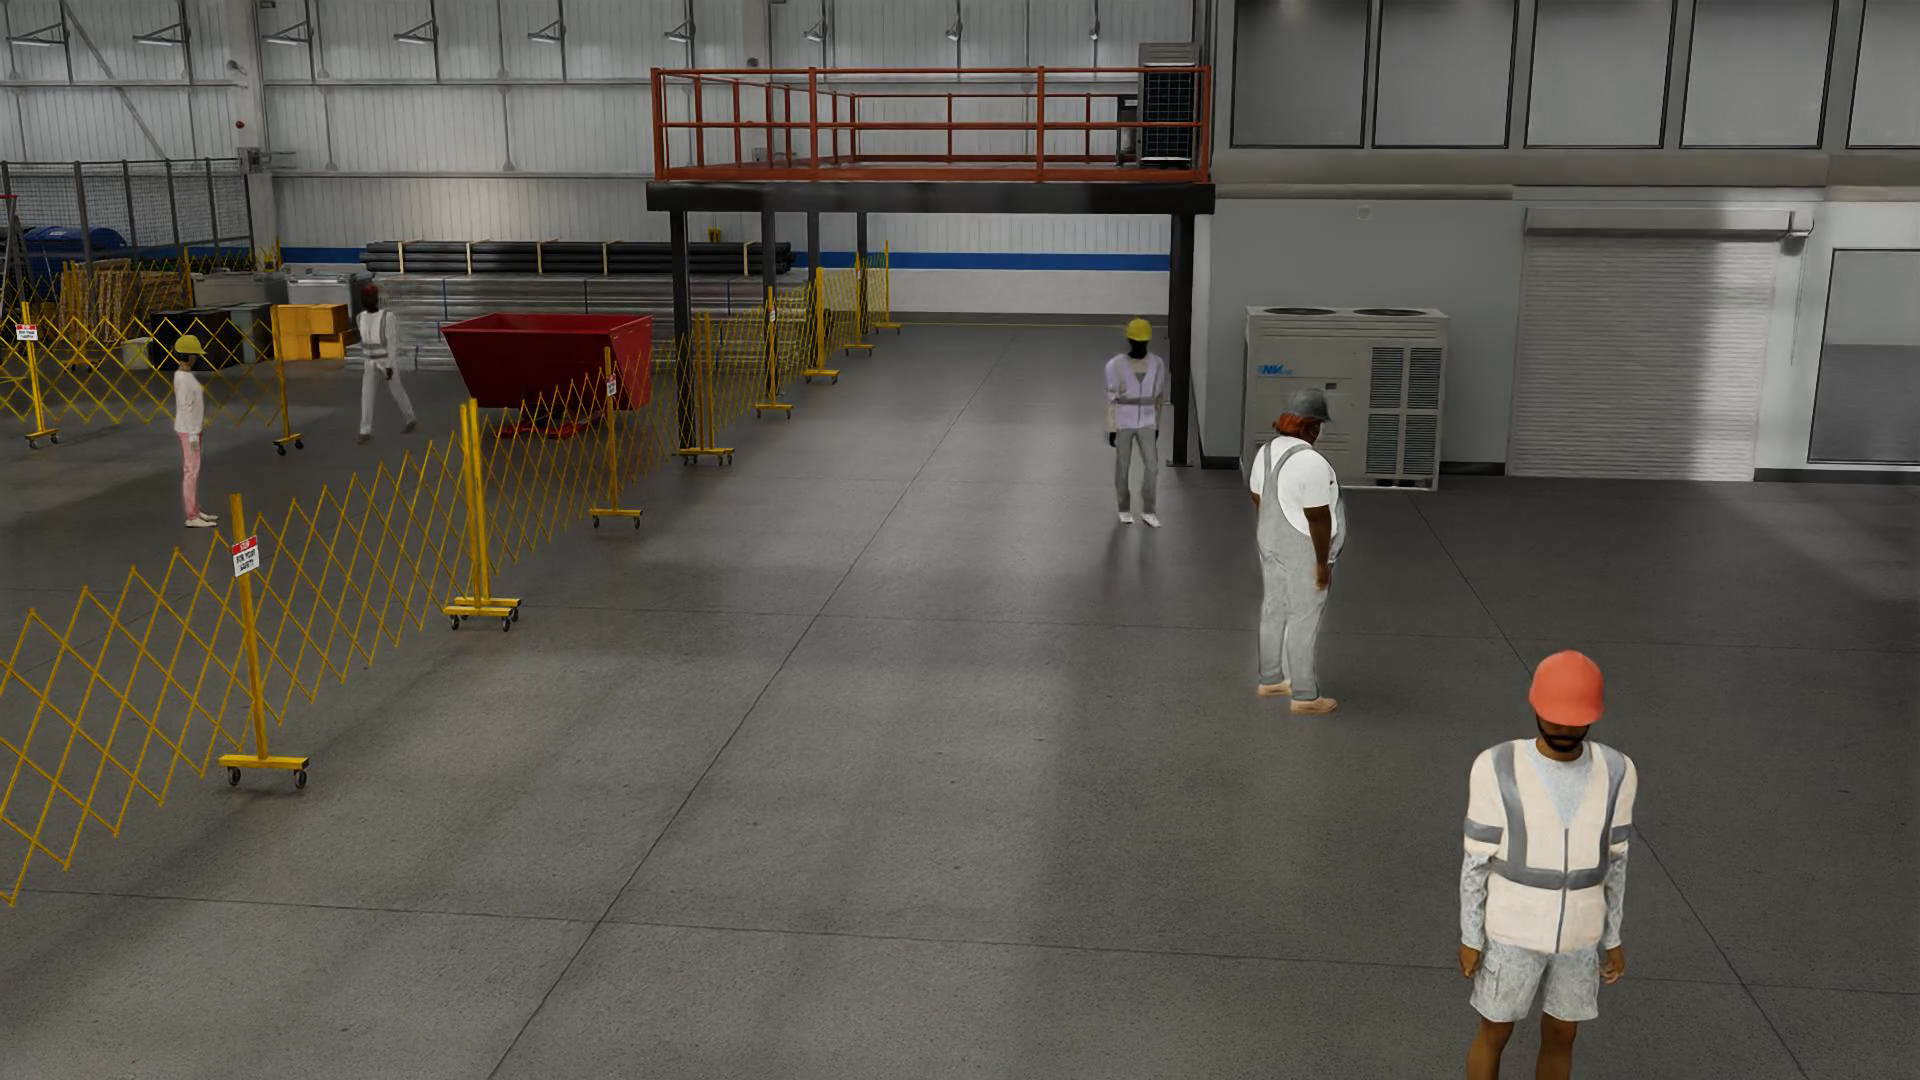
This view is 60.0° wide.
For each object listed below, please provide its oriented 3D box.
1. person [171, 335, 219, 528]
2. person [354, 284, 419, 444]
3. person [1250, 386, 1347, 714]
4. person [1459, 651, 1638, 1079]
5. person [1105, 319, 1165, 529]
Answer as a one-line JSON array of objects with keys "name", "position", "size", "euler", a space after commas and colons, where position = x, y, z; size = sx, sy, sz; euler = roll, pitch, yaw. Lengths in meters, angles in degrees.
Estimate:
[{"name": "person", "position": [-6.987, -0.992, 15.185], "size": [0.345, 1.756, 0.518], "euler": [-6, 15, -24]}, {"name": "person", "position": [-6.783, -2.086, 19.527], "size": [0.572, 1.837, 1.014], "euler": [4, 14, 15]}, {"name": "person", "position": [2.129, 0.050, 10.337], "size": [0.538, 2.000, 0.683], "euler": [-6, 15, -24]}, {"name": "person", "position": [1.935, 1.286, 5.499], "size": [0.553, 1.934, 0.363], "euler": [0, 14, 0]}, {"name": "person", "position": [1.612, -1.049, 15.116], "size": [0.590, 1.900, 0.738], "euler": [-3, 14, -11]}]
